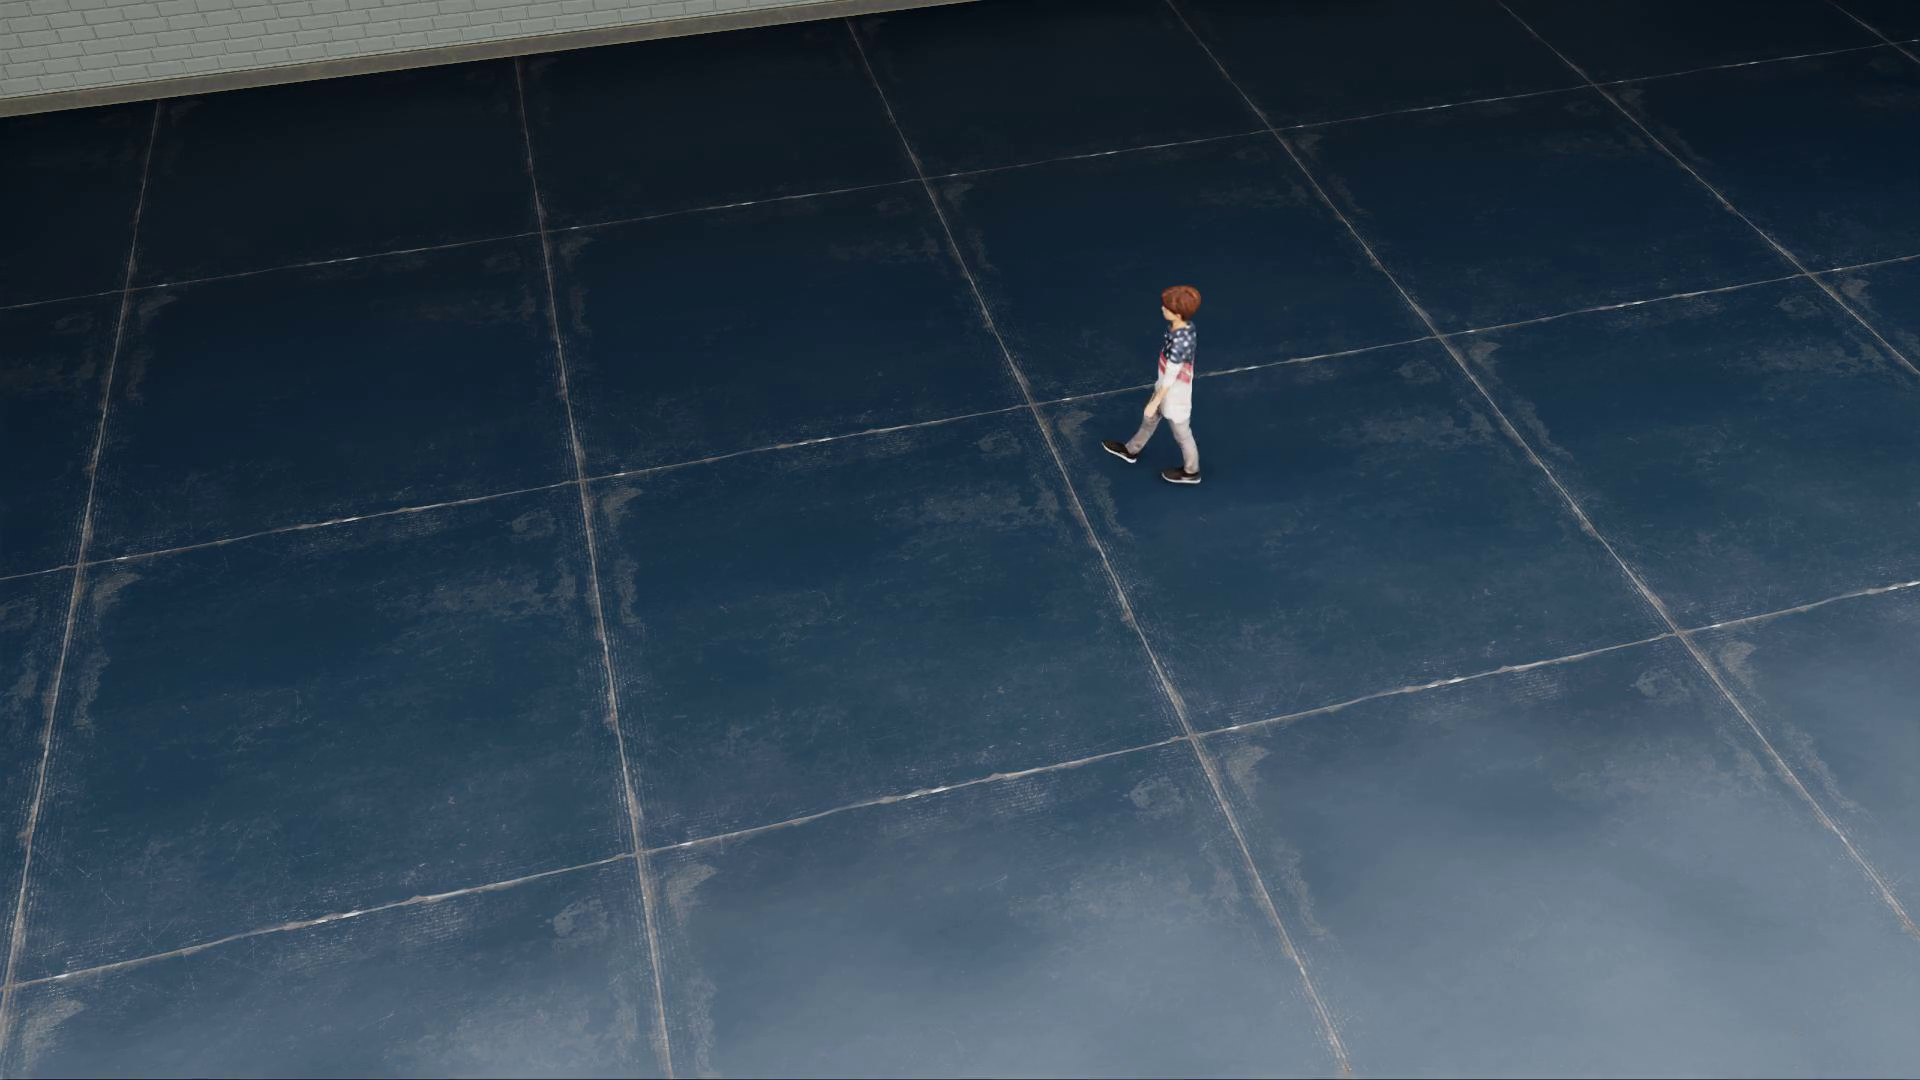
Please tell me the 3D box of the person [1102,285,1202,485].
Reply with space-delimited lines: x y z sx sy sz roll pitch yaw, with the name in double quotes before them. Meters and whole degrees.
"person" 1.373 -0.909 10.126 0.825 1.412 0.892 6 43 6
